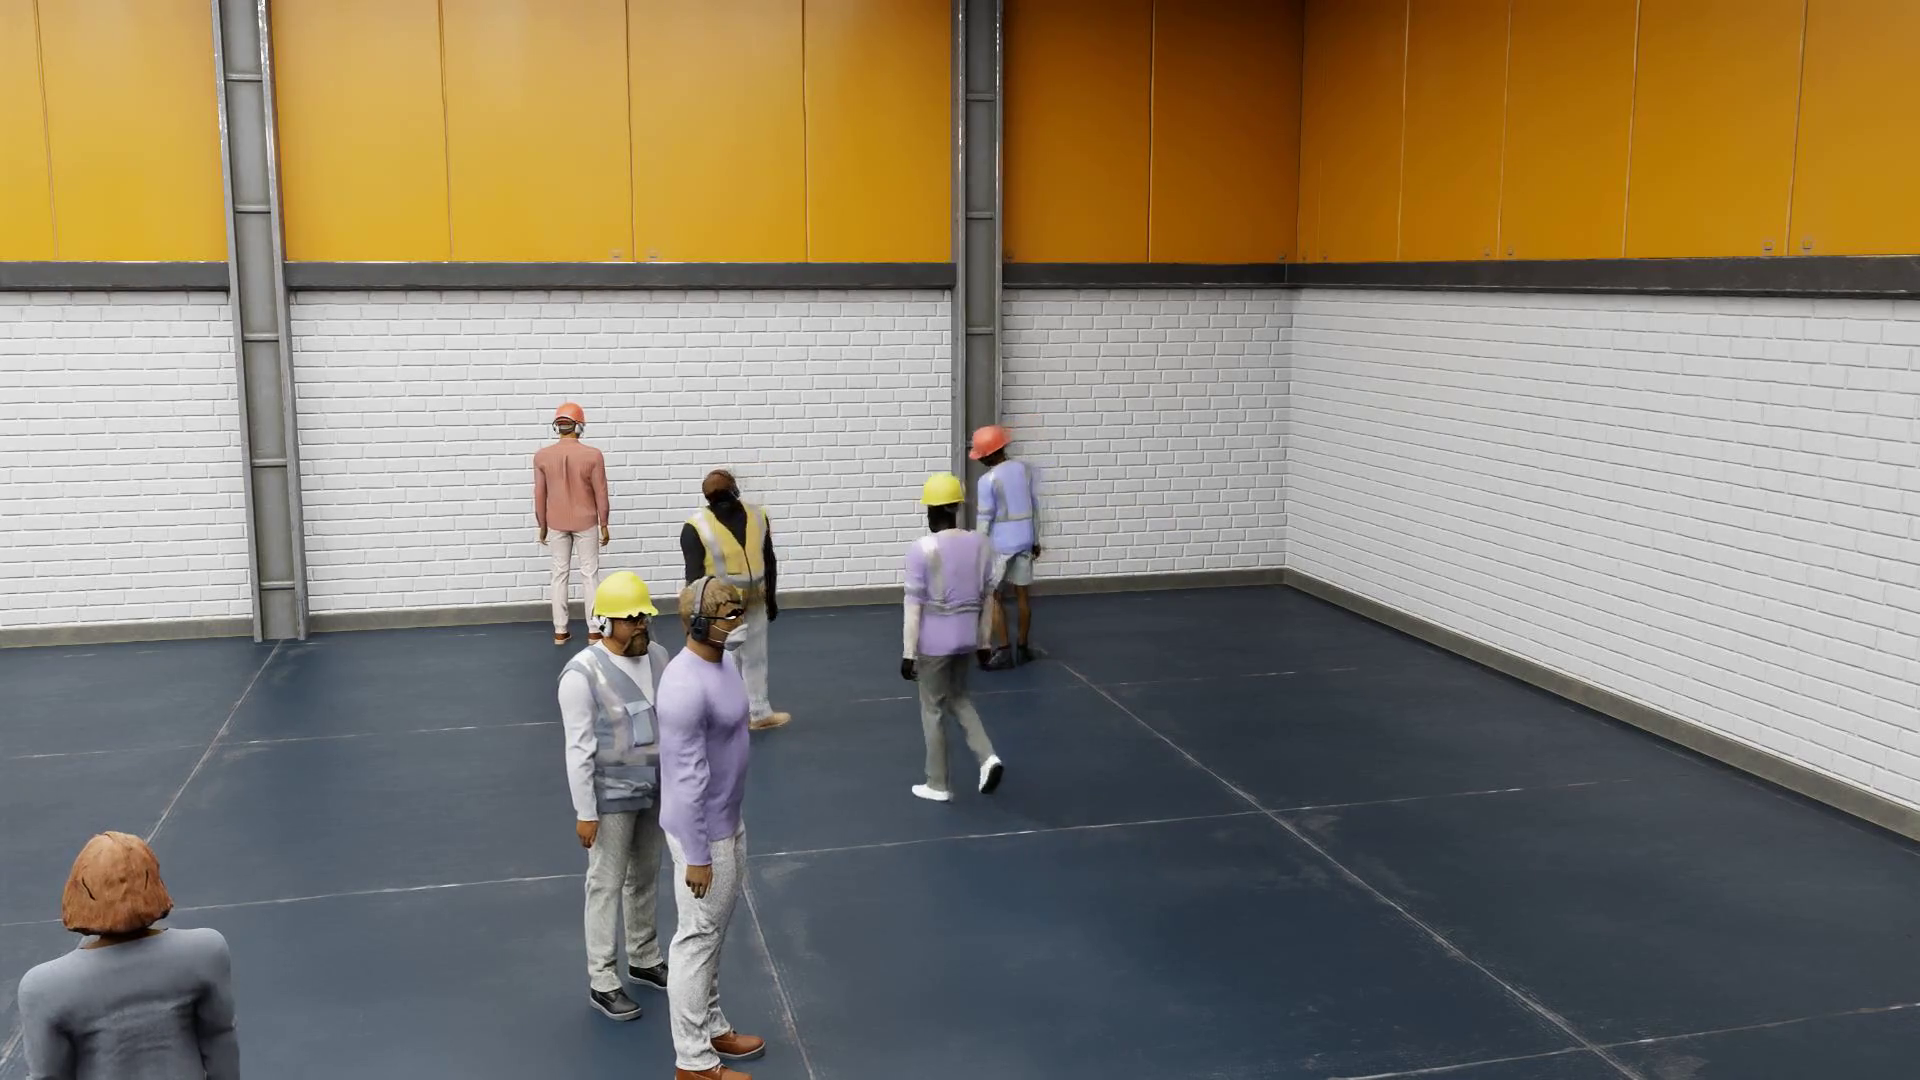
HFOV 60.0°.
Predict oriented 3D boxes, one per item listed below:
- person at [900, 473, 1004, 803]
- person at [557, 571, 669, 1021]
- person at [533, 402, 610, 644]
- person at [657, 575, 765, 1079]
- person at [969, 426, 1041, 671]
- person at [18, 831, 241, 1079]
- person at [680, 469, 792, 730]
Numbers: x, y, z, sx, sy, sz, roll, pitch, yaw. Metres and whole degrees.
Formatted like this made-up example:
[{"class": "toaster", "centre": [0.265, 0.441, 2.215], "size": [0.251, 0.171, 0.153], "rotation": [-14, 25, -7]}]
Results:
[{"class": "person", "centre": [-0.046, 0.575, 9.475], "size": [0.593, 1.913, 0.522], "rotation": [-8, 12, -41]}, {"class": "person", "centre": [-1.365, 1.030, 6.859], "size": [0.404, 1.831, 0.600], "rotation": [5, 10, 28]}, {"class": "person", "centre": [-3.161, -0.130, 13.625], "size": [0.608, 1.985, 0.394], "rotation": [0, 9, 3]}, {"class": "person", "centre": [-0.932, 1.083, 6.201], "size": [0.357, 1.938, 0.638], "rotation": [0, 9, 2]}, {"class": "person", "centre": [0.377, 0.053, 12.843], "size": [0.665, 1.884, 0.366], "rotation": [-7, 12, -39]}, {"class": "person", "centre": [-2.113, 1.539, 4.292], "size": [0.500, 1.636, 0.284], "rotation": [-7, 11, -37]}, {"class": "person", "centre": [-1.397, 0.425, 10.778], "size": [0.828, 1.801, 0.432], "rotation": [-8, 12, -42]}]
